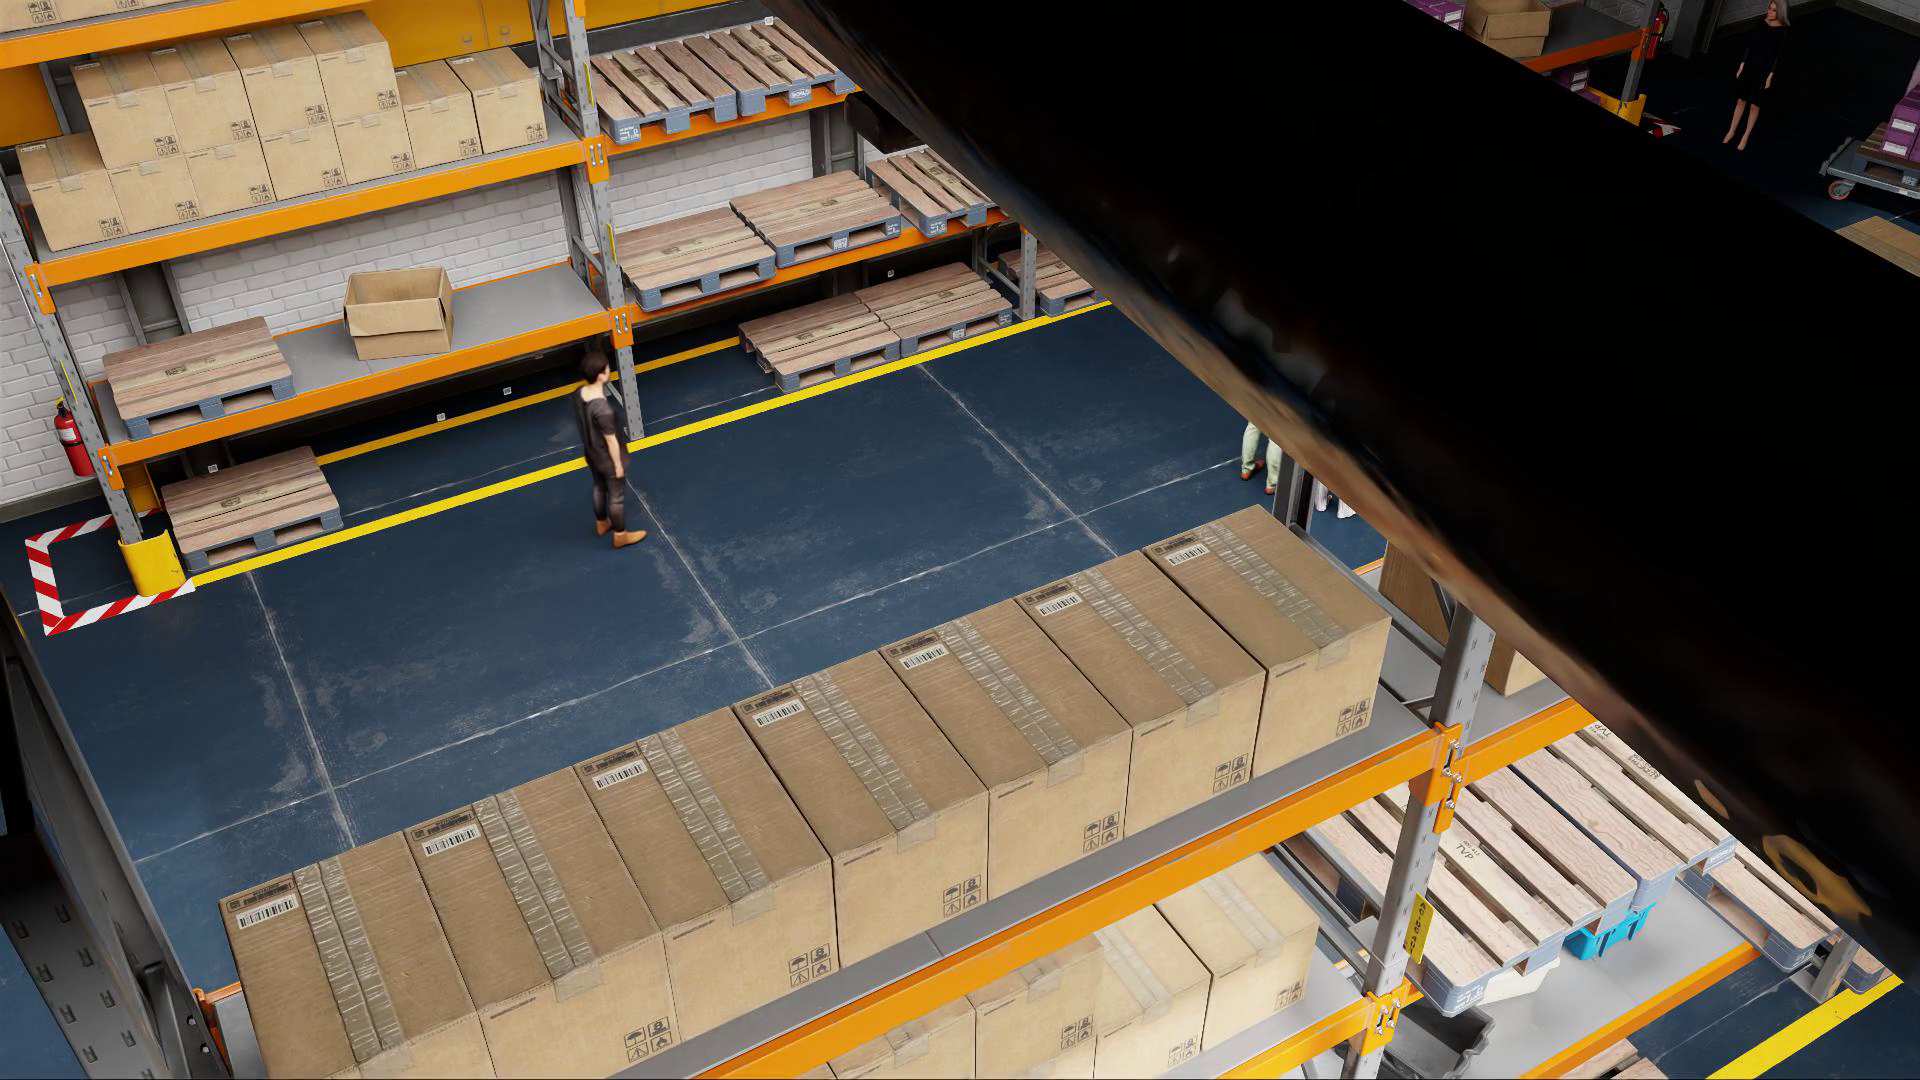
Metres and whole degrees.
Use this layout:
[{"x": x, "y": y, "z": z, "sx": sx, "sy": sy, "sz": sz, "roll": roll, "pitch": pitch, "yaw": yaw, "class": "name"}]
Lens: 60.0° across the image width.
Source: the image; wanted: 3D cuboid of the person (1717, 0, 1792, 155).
[{"x": 8.804, "y": -5.140, "z": 18.379, "sx": 0.568, "sy": 1.746, "sz": 0.608, "roll": -22, "pitch": 44, "yaw": -25, "class": "person"}]

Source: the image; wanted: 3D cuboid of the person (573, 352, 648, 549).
[{"x": -2.753, "y": -0.691, "z": 12.835, "sx": 0.606, "sy": 1.713, "sz": 0.659, "roll": -29, "pitch": 47, "yaw": -31, "class": "person"}]
